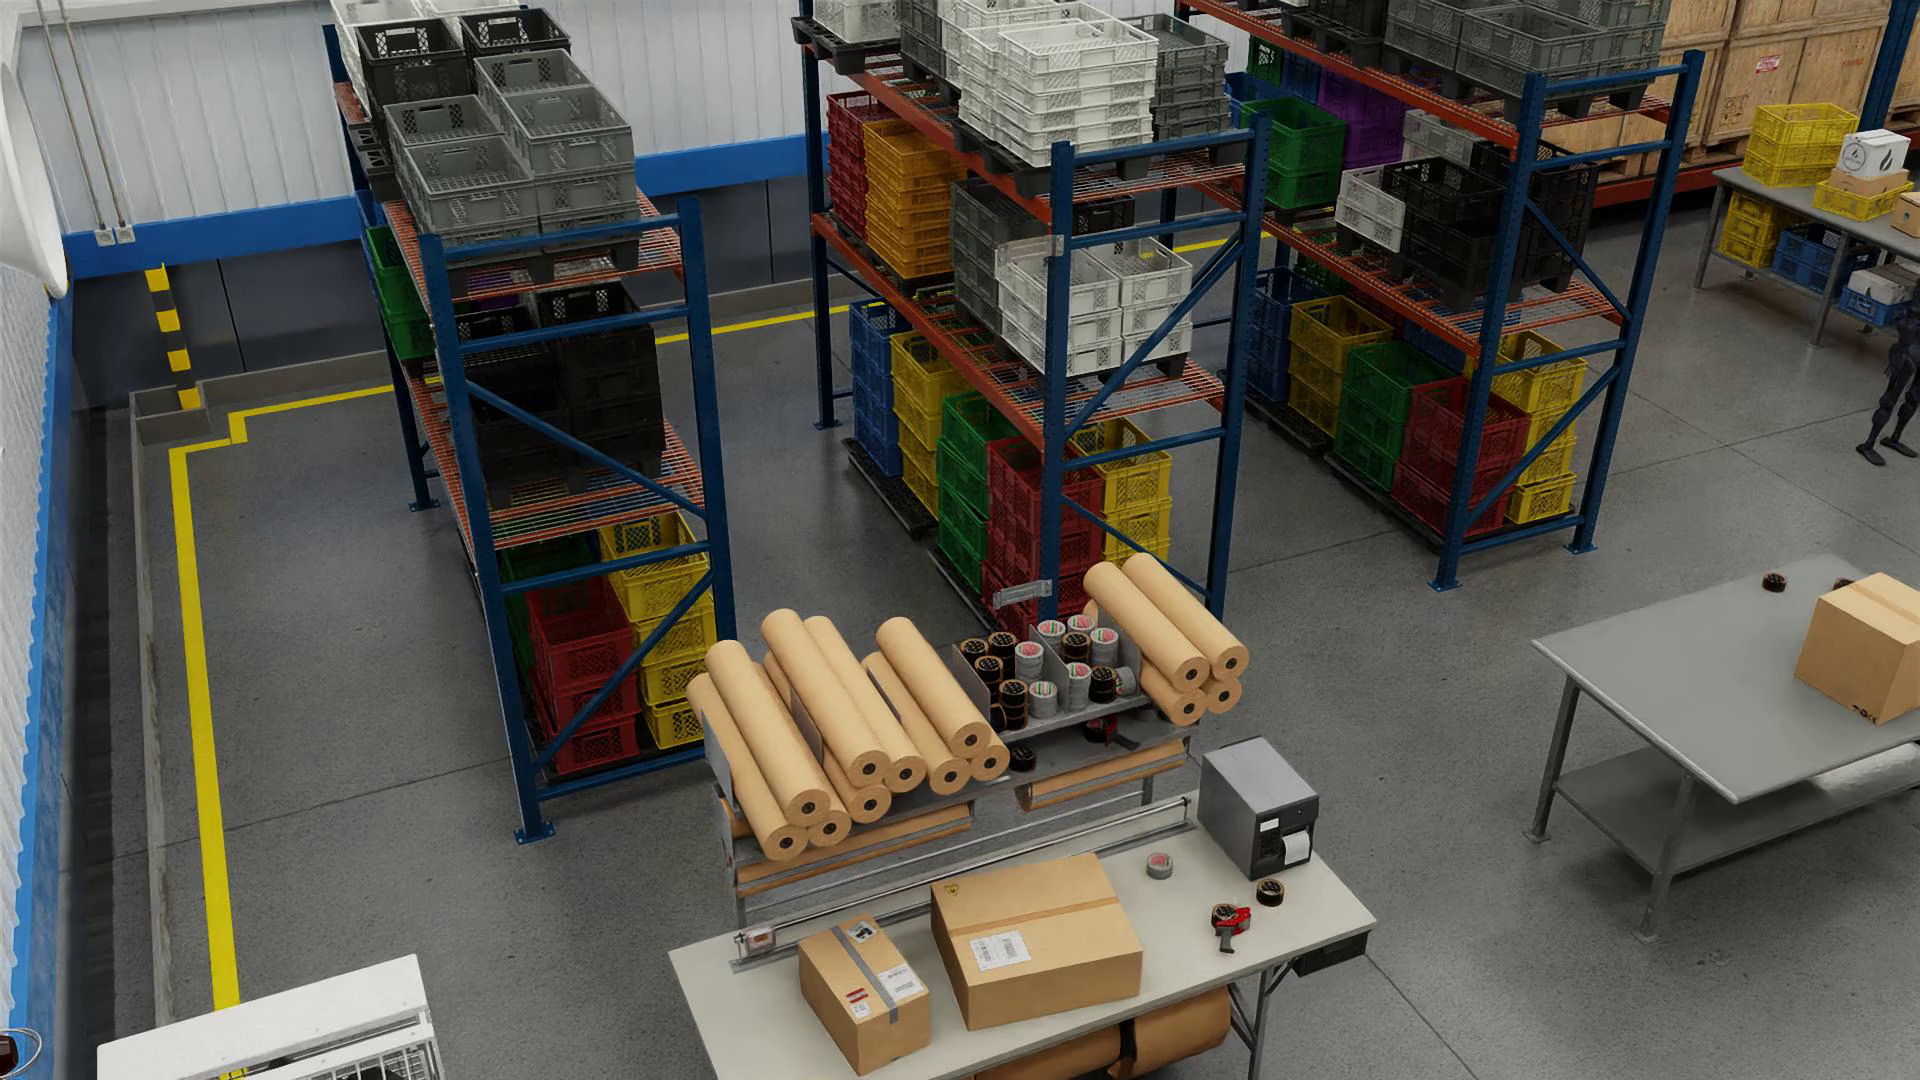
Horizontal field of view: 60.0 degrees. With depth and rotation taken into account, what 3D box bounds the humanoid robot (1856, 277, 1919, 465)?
[{"bbox_3d":[6.229,-1.275,10.684,0.591,1.657,0.326,-11,33,-18],"label":"humanoid robot"}]
